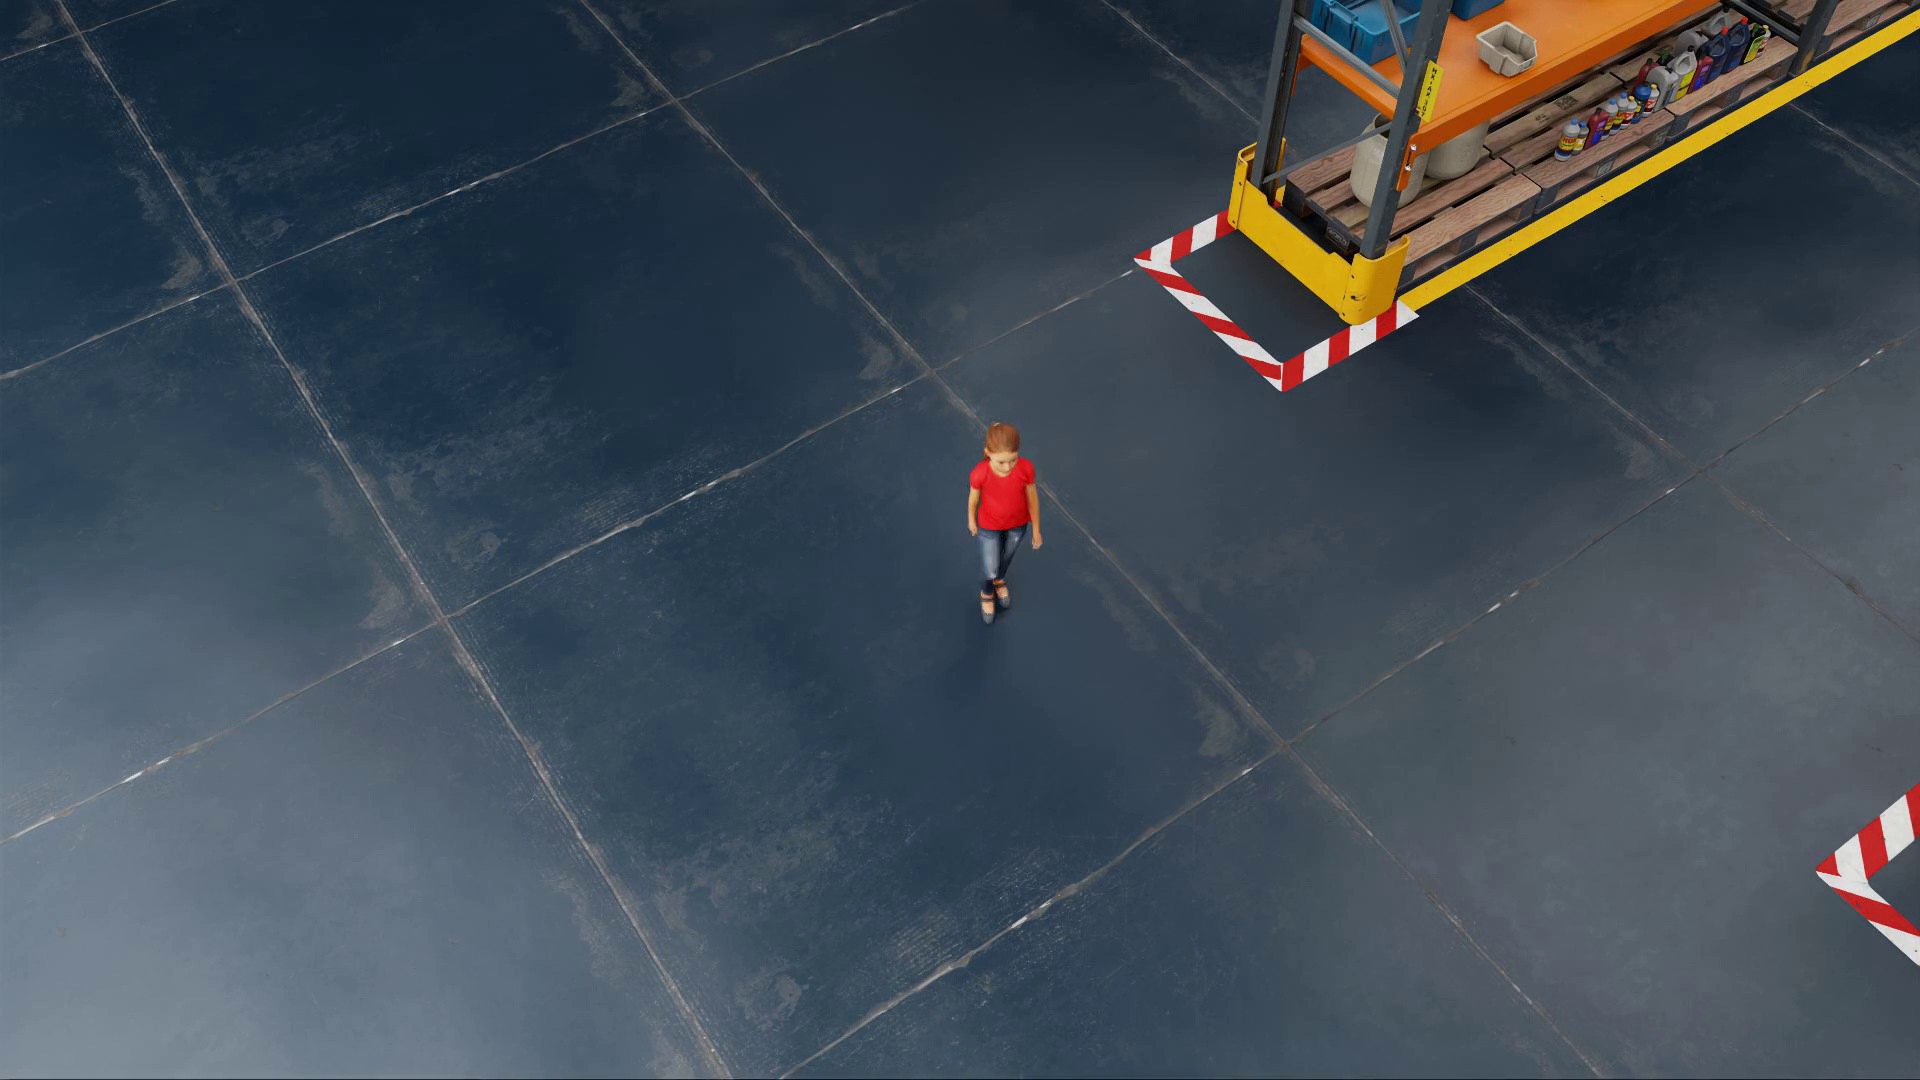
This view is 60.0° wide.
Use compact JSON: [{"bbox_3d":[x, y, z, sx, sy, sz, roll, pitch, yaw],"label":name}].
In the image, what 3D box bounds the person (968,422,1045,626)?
[{"bbox_3d":[0.191,-0.147,8.019,0.540,1.300,0.613,-12,53,-9],"label":"person"}]
